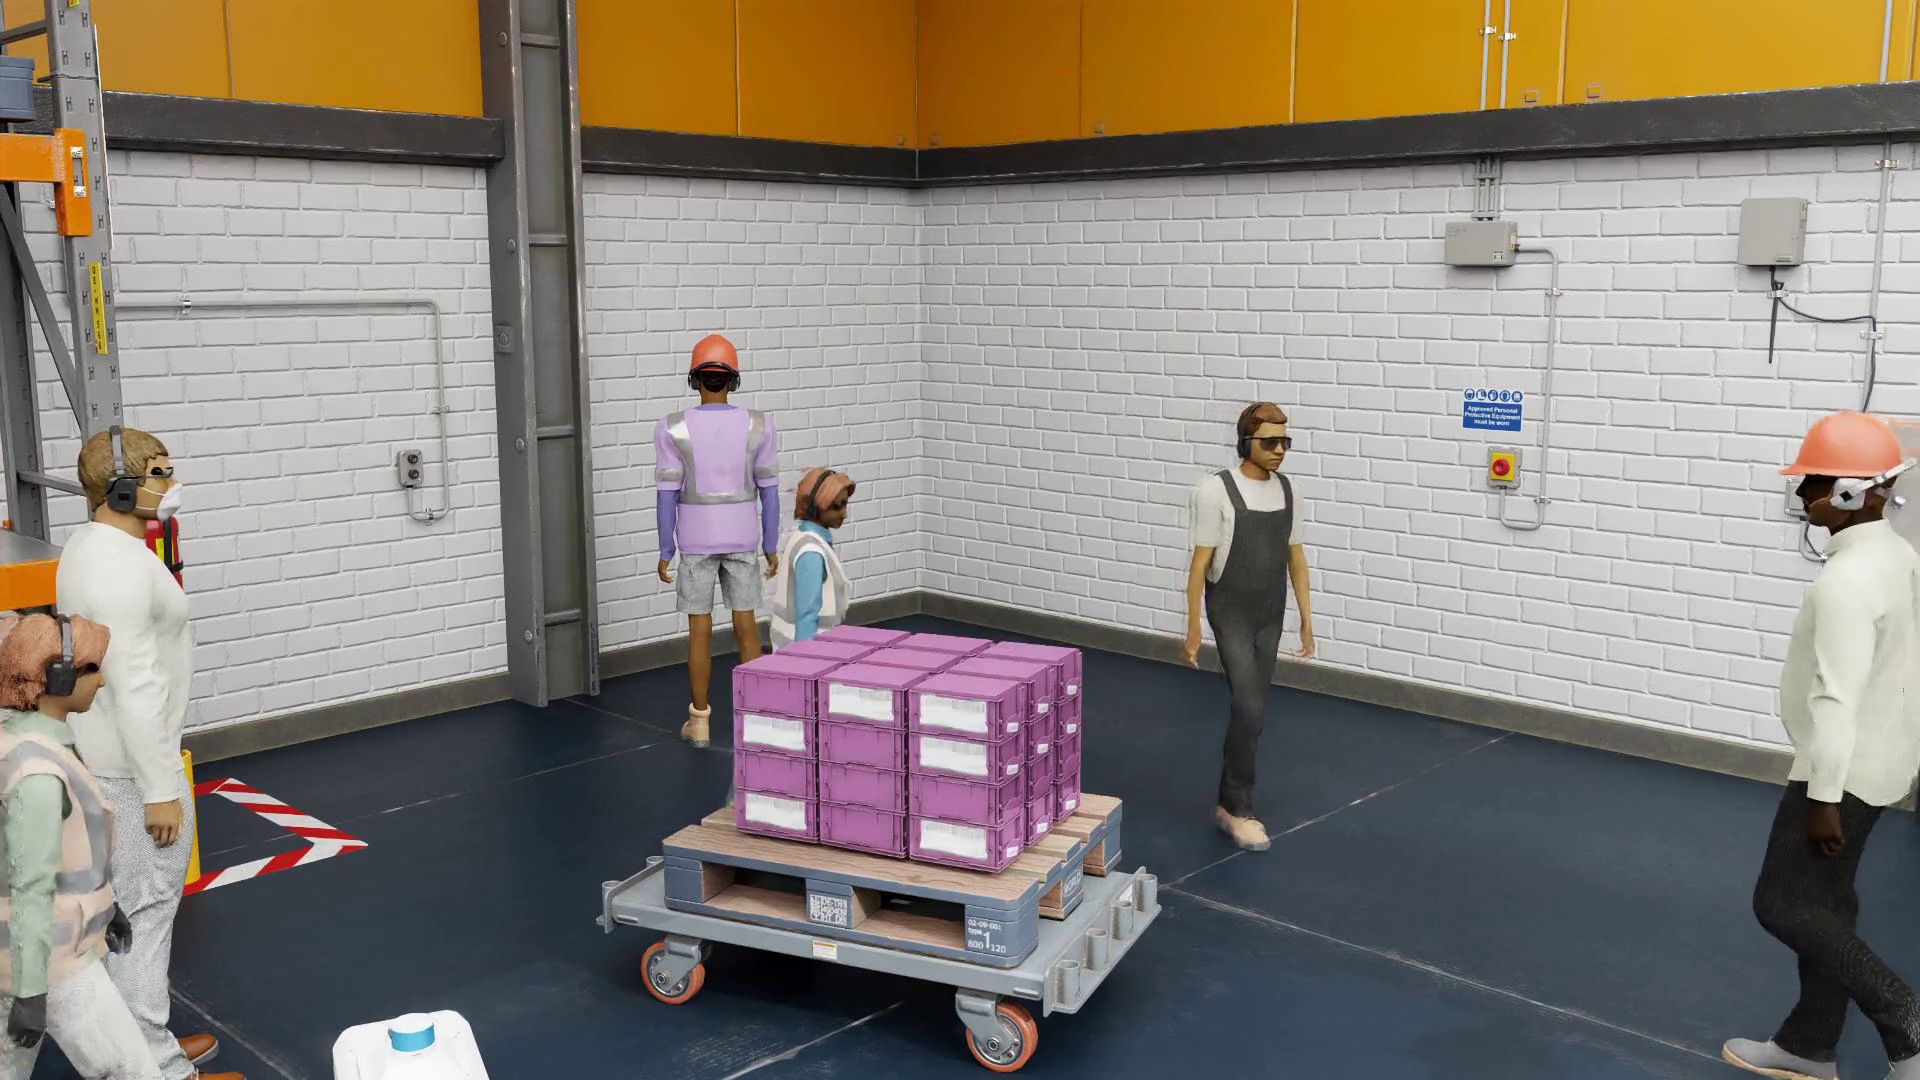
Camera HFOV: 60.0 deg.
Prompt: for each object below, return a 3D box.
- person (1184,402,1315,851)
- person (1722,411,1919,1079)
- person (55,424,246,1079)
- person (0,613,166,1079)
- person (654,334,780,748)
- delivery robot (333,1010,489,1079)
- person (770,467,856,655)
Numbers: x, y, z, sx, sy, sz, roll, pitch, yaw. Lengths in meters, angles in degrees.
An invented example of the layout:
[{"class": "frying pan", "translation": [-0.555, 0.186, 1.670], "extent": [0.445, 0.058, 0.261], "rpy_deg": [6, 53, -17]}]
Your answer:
[{"class": "person", "translation": [1.225, 0.357, 6.767], "extent": [0.550, 1.826, 0.591], "rpy_deg": [-5, 11, -30]}, {"class": "person", "translation": [2.508, 0.636, 4.616], "extent": [0.568, 1.981, 0.628], "rpy_deg": [8, 12, 42]}, {"class": "person", "translation": [-2.306, 0.643, 4.680], "extent": [0.370, 1.941, 0.627], "rpy_deg": [-6, 11, -34]}, {"class": "person", "translation": [-2.113, 0.952, 3.874], "extent": [0.871, 1.587, 0.516], "rpy_deg": [-6, 11, -34]}, {"class": "person", "translation": [-1.203, 0.008, 8.255], "extent": [0.615, 2.042, 0.372], "rpy_deg": [-3, 10, -17]}, {"class": "delivery robot", "translation": [-1.315, 1.391, 4.029], "extent": [0.477, 0.478, 0.707], "rpy_deg": [-5, 10, -24]}, {"class": "person", "translation": [-0.535, 0.490, 6.668], "extent": [0.880, 1.579, 0.543], "rpy_deg": [-2, 9, -10]}]
